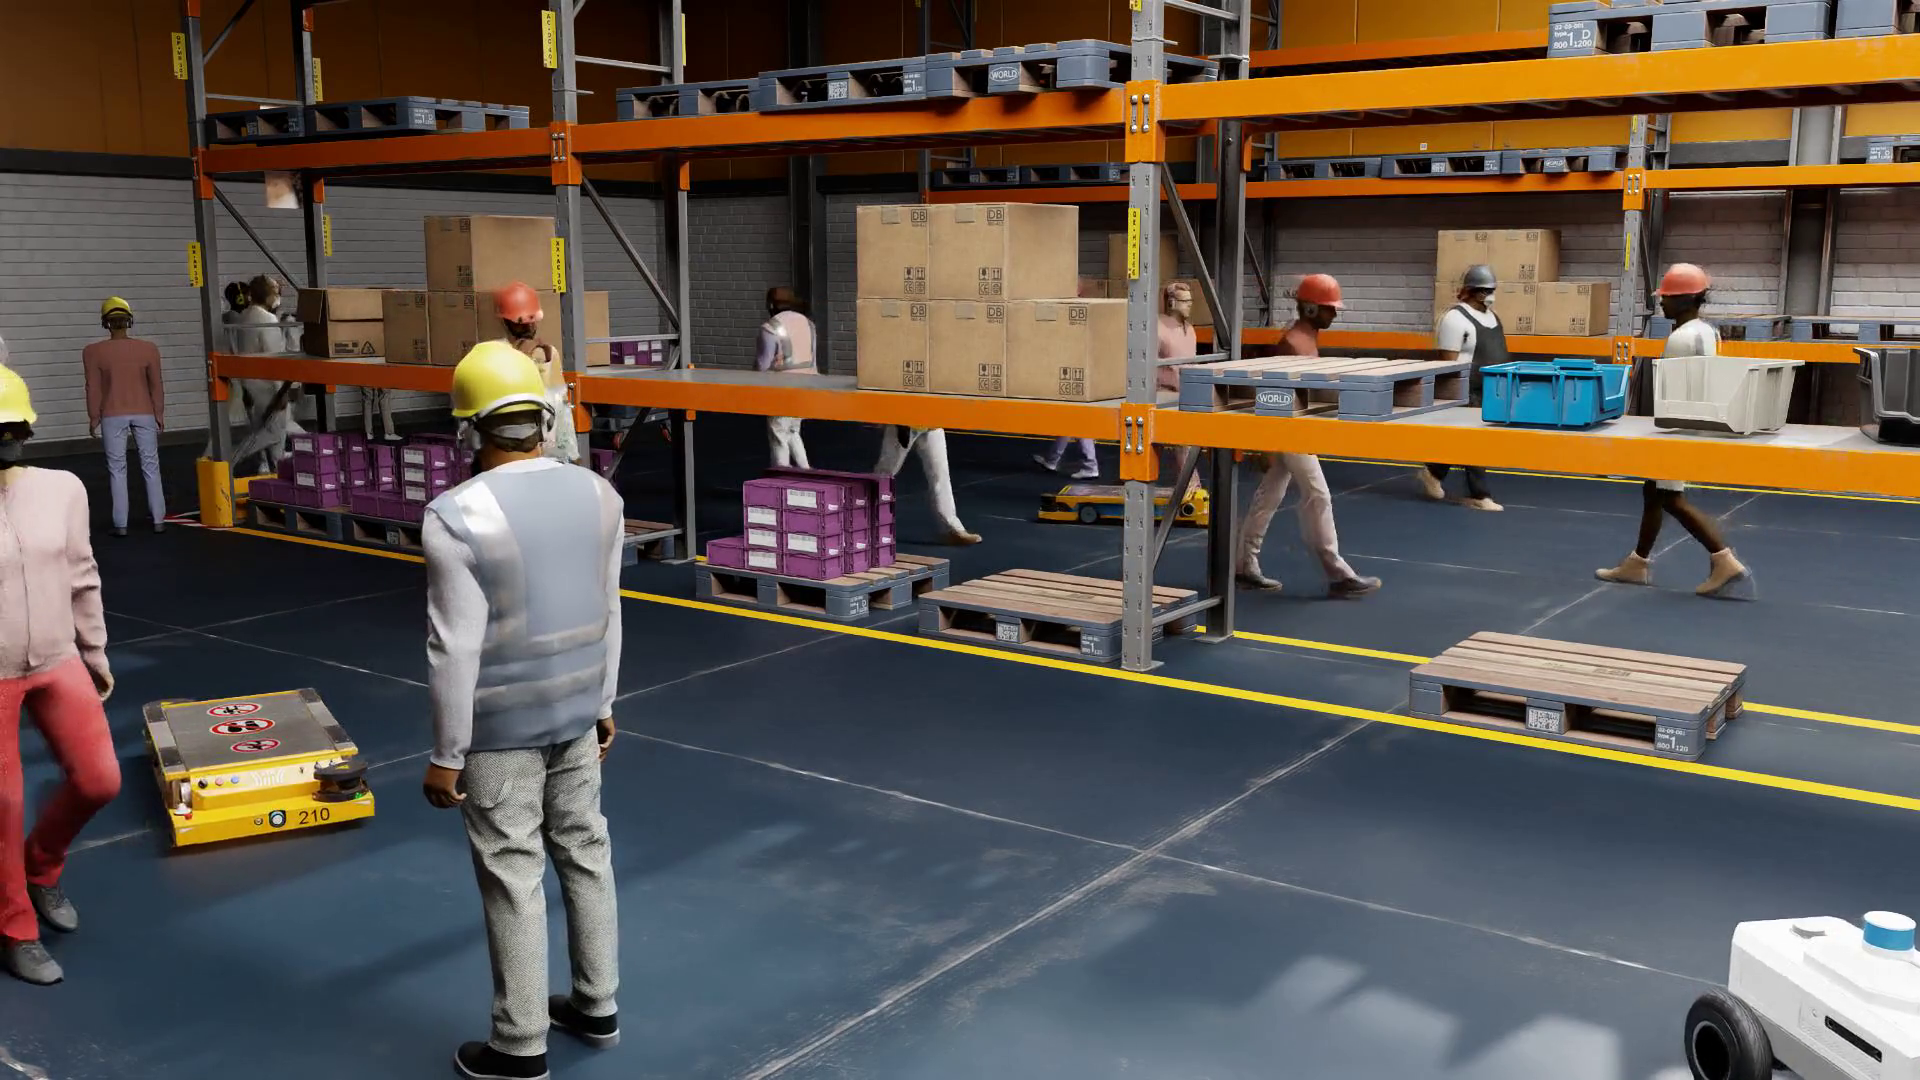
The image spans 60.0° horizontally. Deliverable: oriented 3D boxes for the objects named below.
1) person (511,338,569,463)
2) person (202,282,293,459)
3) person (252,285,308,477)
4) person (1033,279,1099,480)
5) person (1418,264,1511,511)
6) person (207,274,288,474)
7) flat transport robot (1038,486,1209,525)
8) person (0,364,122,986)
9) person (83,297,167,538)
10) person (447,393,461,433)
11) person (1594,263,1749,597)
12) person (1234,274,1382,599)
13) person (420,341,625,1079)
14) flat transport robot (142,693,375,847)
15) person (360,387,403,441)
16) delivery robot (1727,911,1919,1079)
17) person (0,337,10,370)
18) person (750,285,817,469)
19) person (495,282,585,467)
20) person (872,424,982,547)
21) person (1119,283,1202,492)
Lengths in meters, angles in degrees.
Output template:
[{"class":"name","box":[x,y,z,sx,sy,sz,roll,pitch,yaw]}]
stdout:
[{"class":"person","box":[-2.241,-0.240,8.678,0.368,1.621,0.548,6,11,33]},{"class":"person","box":[-7.121,-1.633,16.452,0.557,1.820,0.997,9,13,43]},{"class":"person","box":[-6.217,-1.452,15.230,0.601,1.863,0.659,4,10,24]},{"class":"person","box":[0.980,-1.508,15.546,0.981,1.854,0.657,9,13,44]},{"class":"person","box":[4.166,-1.293,13.741,0.685,2.000,0.877,-9,13,-44]},{"class":"person","box":[-5.939,-1.275,13.995,0.798,1.912,0.633,-7,12,-37]},{"class":"flat transport robot","box":[1.362,-0.283,12.984,1.431,0.197,0.652,2,10,11]},{"class":"person","box":[-2.629,0.376,4.644,0.393,1.751,0.555,6,11,31]},{"class":"person","box":[-6.119,-0.895,12.210,0.522,1.761,0.321,-7,12,-36]},{"class":"person","box":[-5.809,-2.095,19.175,0.548,1.831,0.835,-4,10,-24]},{"class":"person","box":[4.392,-0.669,10.112,0.903,2.016,0.621,7,12,36]},{"class":"person","box":[2.109,-0.615,10.009,1.004,1.934,0.614,2,10,12]},{"class":"person","box":[-1.083,0.430,4.102,0.403,1.828,0.597,6,11,33]},{"class":"flat transport robot","box":[-2.727,0.826,6.383,0.652,0.197,1.431,-5,11,-29]},{"class":"person","box":[-6.561,-1.922,18.682,0.514,1.639,0.310,3,10,15]},{"class":"delivery robot","box":[2.071,1.081,3.739,0.477,0.478,0.707,-2,10,-9]},{"class":"person","box":[-6.819,-0.801,11.371,0.645,1.864,0.956,-7,12,-36]},{"class":"person","box":[-1.456,-1.202,13.849,0.431,1.823,0.682,6,11,32]},{"class":"person","box":[-2.373,-0.480,9.311,0.779,1.891,0.572,6,11,33]},{"class":"person","box":[-0.329,-0.843,11.872,1.003,1.780,0.636,8,12,38]},{"class":"person","box":[1.674,-1.143,13.433,1.025,1.860,0.648,6,11,32]}]
